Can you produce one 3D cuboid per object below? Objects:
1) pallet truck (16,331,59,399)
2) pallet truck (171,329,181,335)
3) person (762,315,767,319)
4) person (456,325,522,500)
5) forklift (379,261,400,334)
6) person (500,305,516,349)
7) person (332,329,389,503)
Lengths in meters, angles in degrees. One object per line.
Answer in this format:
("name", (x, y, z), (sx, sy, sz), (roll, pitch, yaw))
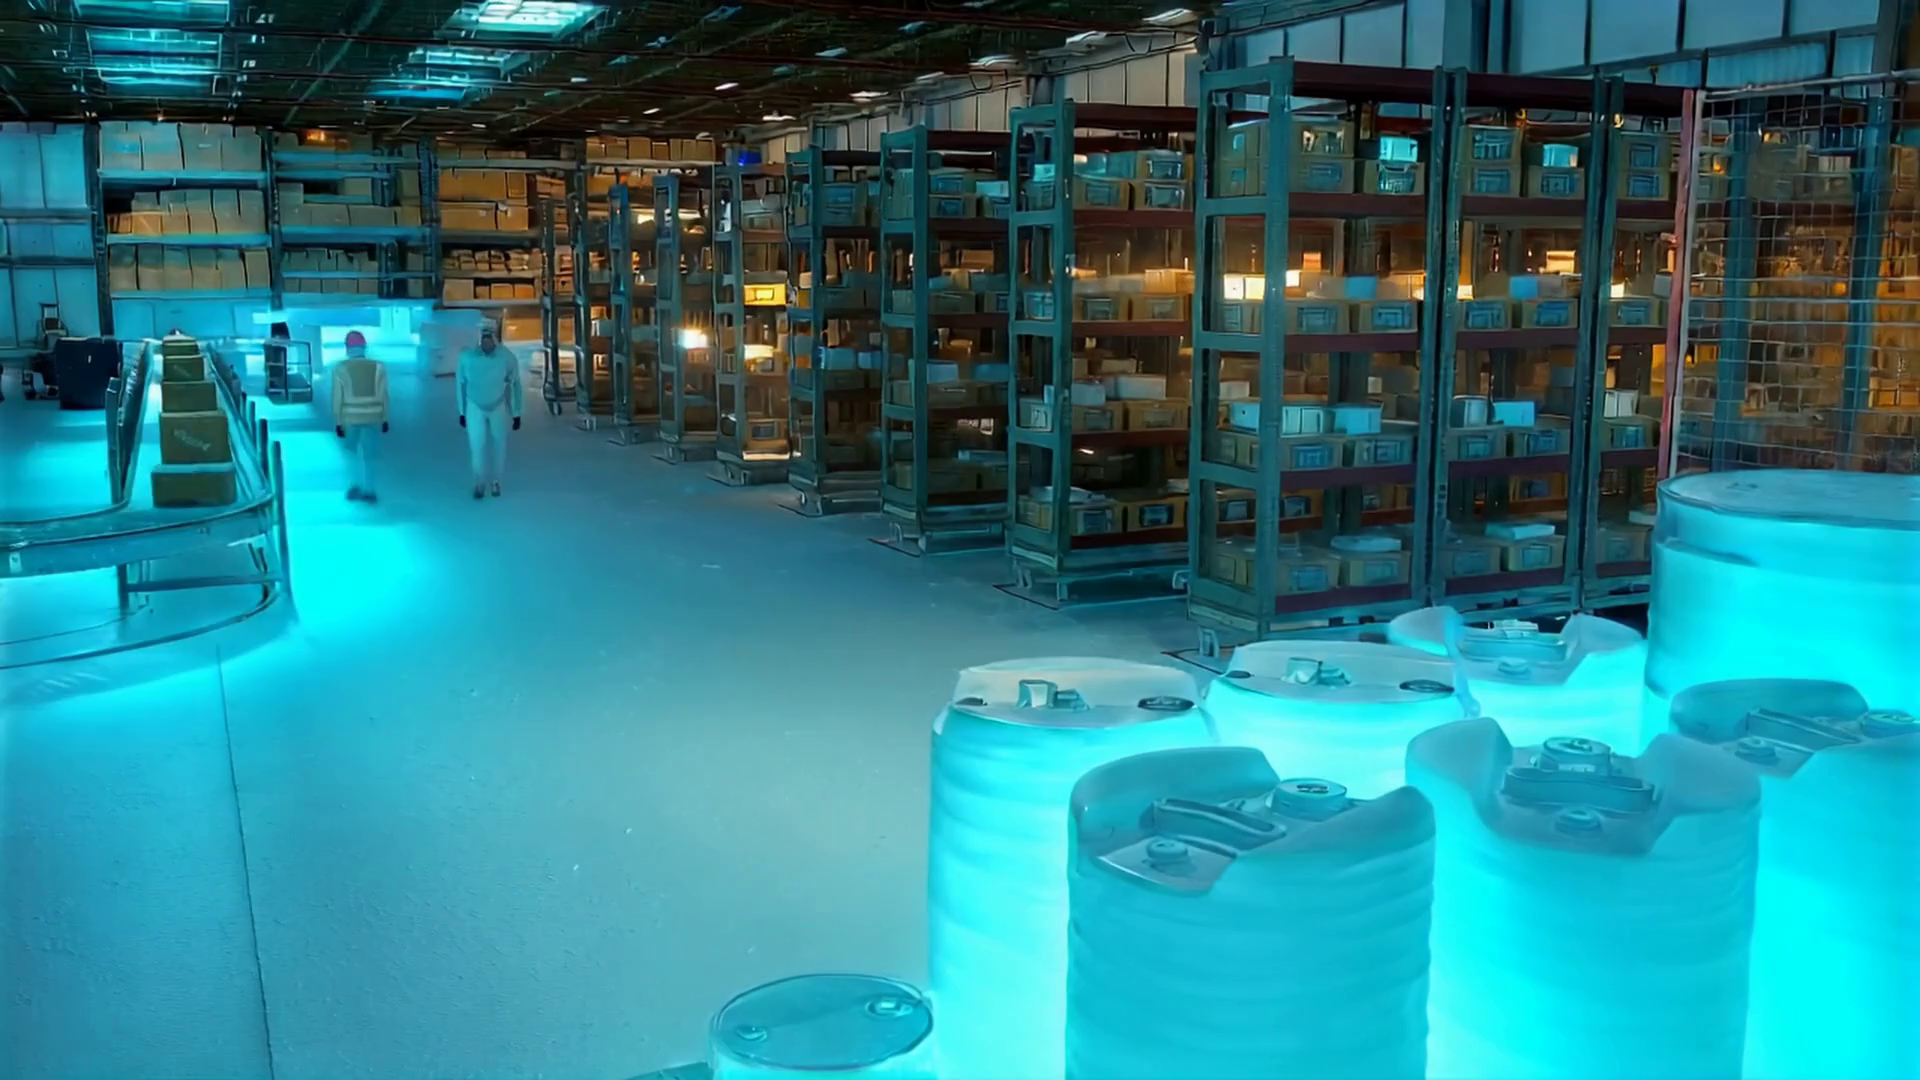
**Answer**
("pallet truck", (-17.082, -3.353, 31.781), (1.630, 1.274, 0.653), (-4, 10, -25))
("pallet truck", (-17.275, -3.851, 35.096), (1.601, 1.201, 0.680), (0, 9, 1))
("person", (-4.101, -4.231, 35.080), (0.396, 1.992, 0.623), (3, 10, 20))
("person", (-4.978, -1.338, 17.590), (0.672, 1.841, 1.063), (-2, 9, -15))
("forklift", (-20.967, -8.845, 60.964), (1.873, 2.768, 1.129), (-4, 10, -25))
("person", (-13.915, -6.710, 51.361), (0.583, 1.701, 0.454), (3, 10, 18))
("person", (-6.252, -1.283, 17.350), (0.598, 1.816, 0.482), (-6, 11, -34))
